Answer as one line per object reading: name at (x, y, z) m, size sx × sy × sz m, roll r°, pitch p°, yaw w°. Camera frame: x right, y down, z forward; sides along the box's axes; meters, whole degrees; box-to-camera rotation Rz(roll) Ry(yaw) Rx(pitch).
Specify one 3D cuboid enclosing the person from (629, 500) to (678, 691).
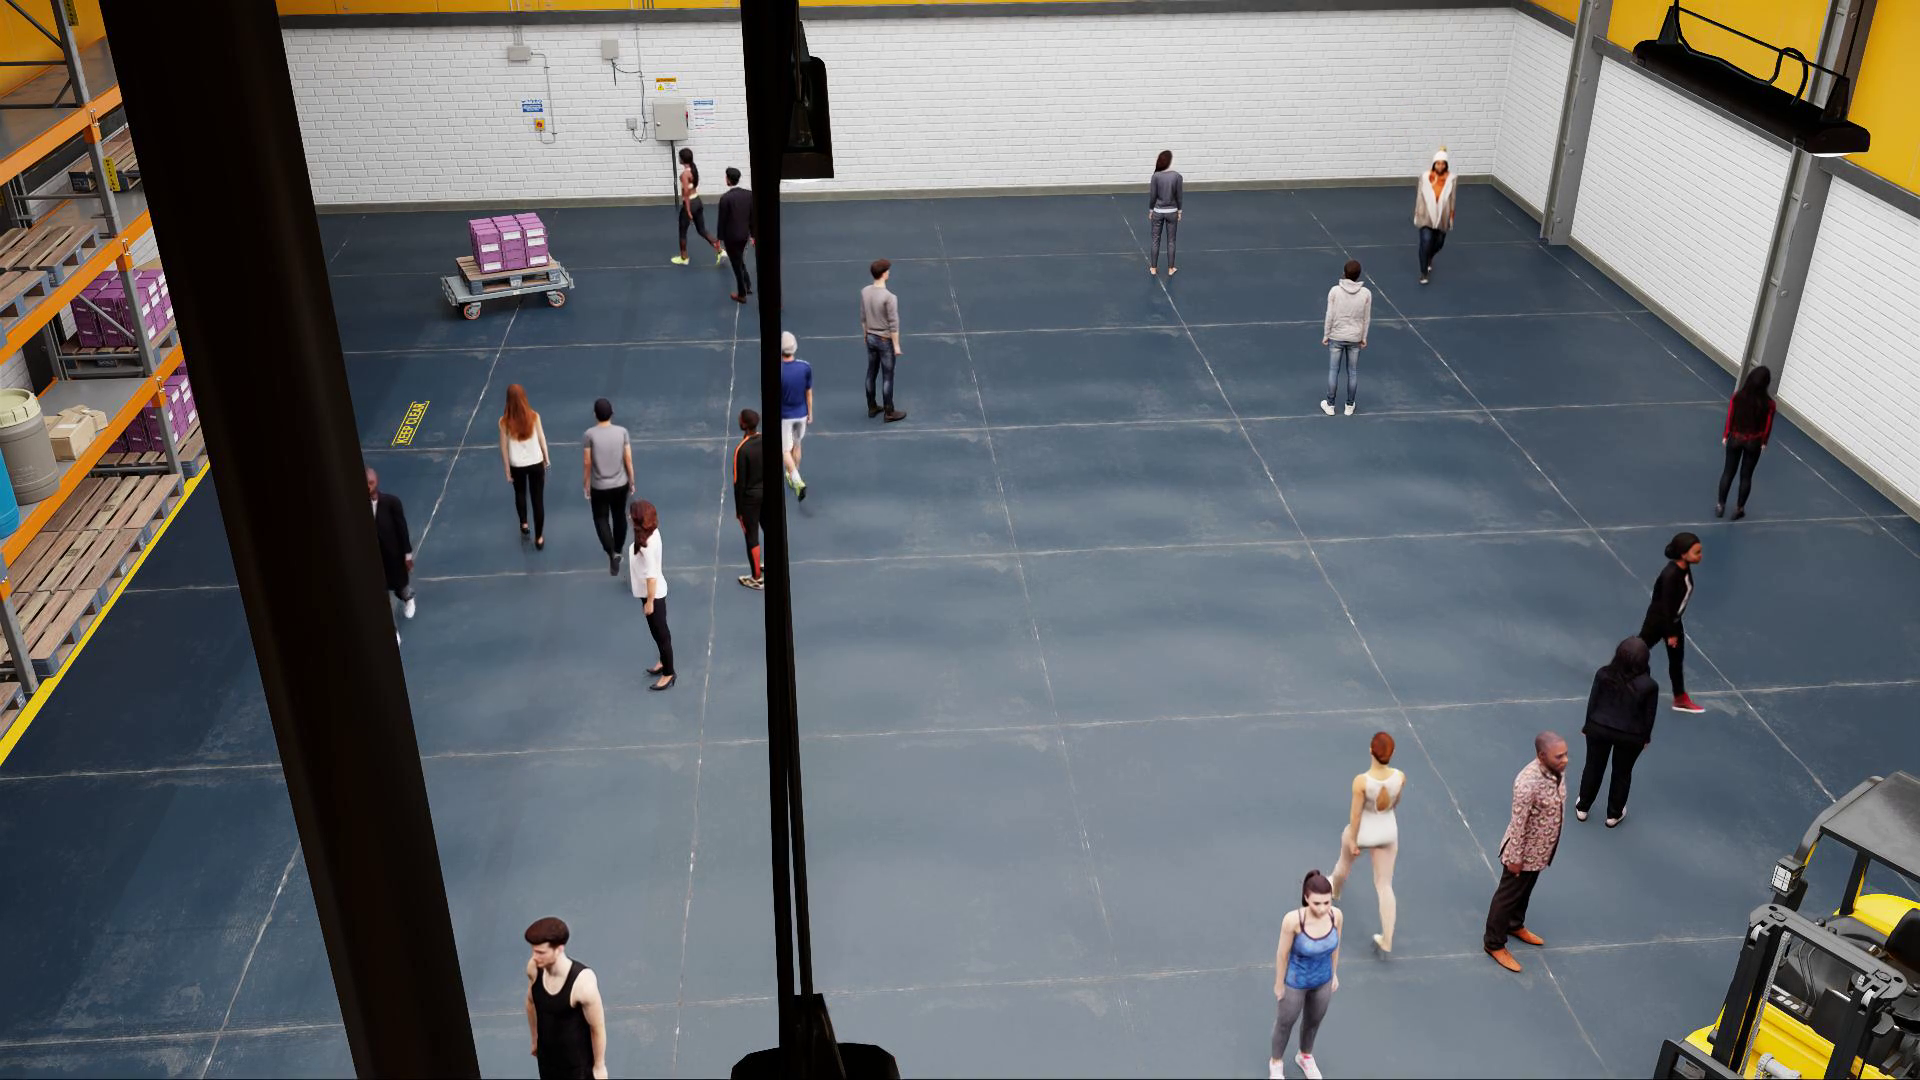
person at (-2.612, 0.461, 14.191) m, size 0.696 × 1.794 × 0.497 m, roll -6°, pitch 29°, yaw -11°

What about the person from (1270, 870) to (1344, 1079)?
person at (2.139, 2.709, 10.262) m, size 0.595 × 1.608 × 0.559 m, roll -7°, pitch 29°, yaw -12°

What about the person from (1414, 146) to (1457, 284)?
person at (6.678, -4.597, 23.396) m, size 0.859 × 1.859 × 1.178 m, roll 3°, pitch 29°, yaw 6°

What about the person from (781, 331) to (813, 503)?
person at (-1.741, -1.266, 17.333) m, size 0.885 × 1.816 × 1.162 m, roll -12°, pitch 31°, yaw -21°

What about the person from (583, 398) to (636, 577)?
person at (-3.358, -0.497, 16.007) m, size 0.862 × 1.736 × 1.066 m, roll -15°, pitch 32°, yaw -26°

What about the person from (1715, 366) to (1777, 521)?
person at (8.019, -0.988, 16.989) m, size 0.665 × 1.657 × 0.696 m, roll 17°, pitch 33°, yaw 28°

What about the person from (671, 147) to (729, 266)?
person at (-3.746, -4.727, 23.775) m, size 0.989 × 1.722 × 1.106 m, roll 13°, pitch 31°, yaw 22°

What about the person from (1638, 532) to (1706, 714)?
person at (5.822, 0.671, 13.977) m, size 1.004 × 1.630 × 1.147 m, roll -23°, pitch 36°, yaw -36°

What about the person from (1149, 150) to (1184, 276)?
person at (2.908, -4.648, 23.582) m, size 0.659 × 1.770 × 0.587 m, roll 4°, pitch 29°, yaw 7°

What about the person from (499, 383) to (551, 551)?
person at (-4.264, -0.691, 16.400) m, size 0.653 × 1.699 × 0.847 m, roll -6°, pitch 29°, yaw -10°

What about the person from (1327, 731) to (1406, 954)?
person at (2.874, 2.093, 11.401) m, size 0.541 × 1.599 × 1.052 m, roll -3°, pitch 29°, yaw -6°

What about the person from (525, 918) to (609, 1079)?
person at (-2.253, 2.923, 9.577) m, size 0.780 × 1.890 × 0.782 m, roll 14°, pitch 32°, yaw 25°

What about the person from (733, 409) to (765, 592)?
person at (-1.931, -0.402, 15.762) m, size 0.742 × 1.804 × 0.680 m, roll 22°, pitch 35°, yaw 34°

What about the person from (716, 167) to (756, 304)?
person at (-2.957, -4.085, 22.445) m, size 0.872 × 1.869 × 0.811 m, roll 22°, pitch 36°, yaw 35°

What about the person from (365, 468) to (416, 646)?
person at (-5.132, 0.124, 14.858) m, size 0.673 × 1.746 × 0.934 m, roll -4°, pitch 29°, yaw -7°

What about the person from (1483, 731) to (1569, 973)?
person at (3.846, 2.049, 11.264) m, size 0.817 × 1.808 × 0.773 m, roll 25°, pitch 37°, yaw 37°

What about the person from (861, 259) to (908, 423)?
person at (-0.914, -2.295, 19.128) m, size 0.751 × 1.903 × 0.813 m, roll 22°, pitch 36°, yaw 35°

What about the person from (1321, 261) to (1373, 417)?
person at (4.465, -2.344, 19.272) m, size 0.696 × 1.852 × 0.608 m, roll 1°, pitch 29°, yaw 2°

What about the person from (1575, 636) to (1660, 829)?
person at (4.958, 1.448, 12.565) m, size 0.762 × 1.617 × 0.789 m, roll 13°, pitch 31°, yaw 23°
